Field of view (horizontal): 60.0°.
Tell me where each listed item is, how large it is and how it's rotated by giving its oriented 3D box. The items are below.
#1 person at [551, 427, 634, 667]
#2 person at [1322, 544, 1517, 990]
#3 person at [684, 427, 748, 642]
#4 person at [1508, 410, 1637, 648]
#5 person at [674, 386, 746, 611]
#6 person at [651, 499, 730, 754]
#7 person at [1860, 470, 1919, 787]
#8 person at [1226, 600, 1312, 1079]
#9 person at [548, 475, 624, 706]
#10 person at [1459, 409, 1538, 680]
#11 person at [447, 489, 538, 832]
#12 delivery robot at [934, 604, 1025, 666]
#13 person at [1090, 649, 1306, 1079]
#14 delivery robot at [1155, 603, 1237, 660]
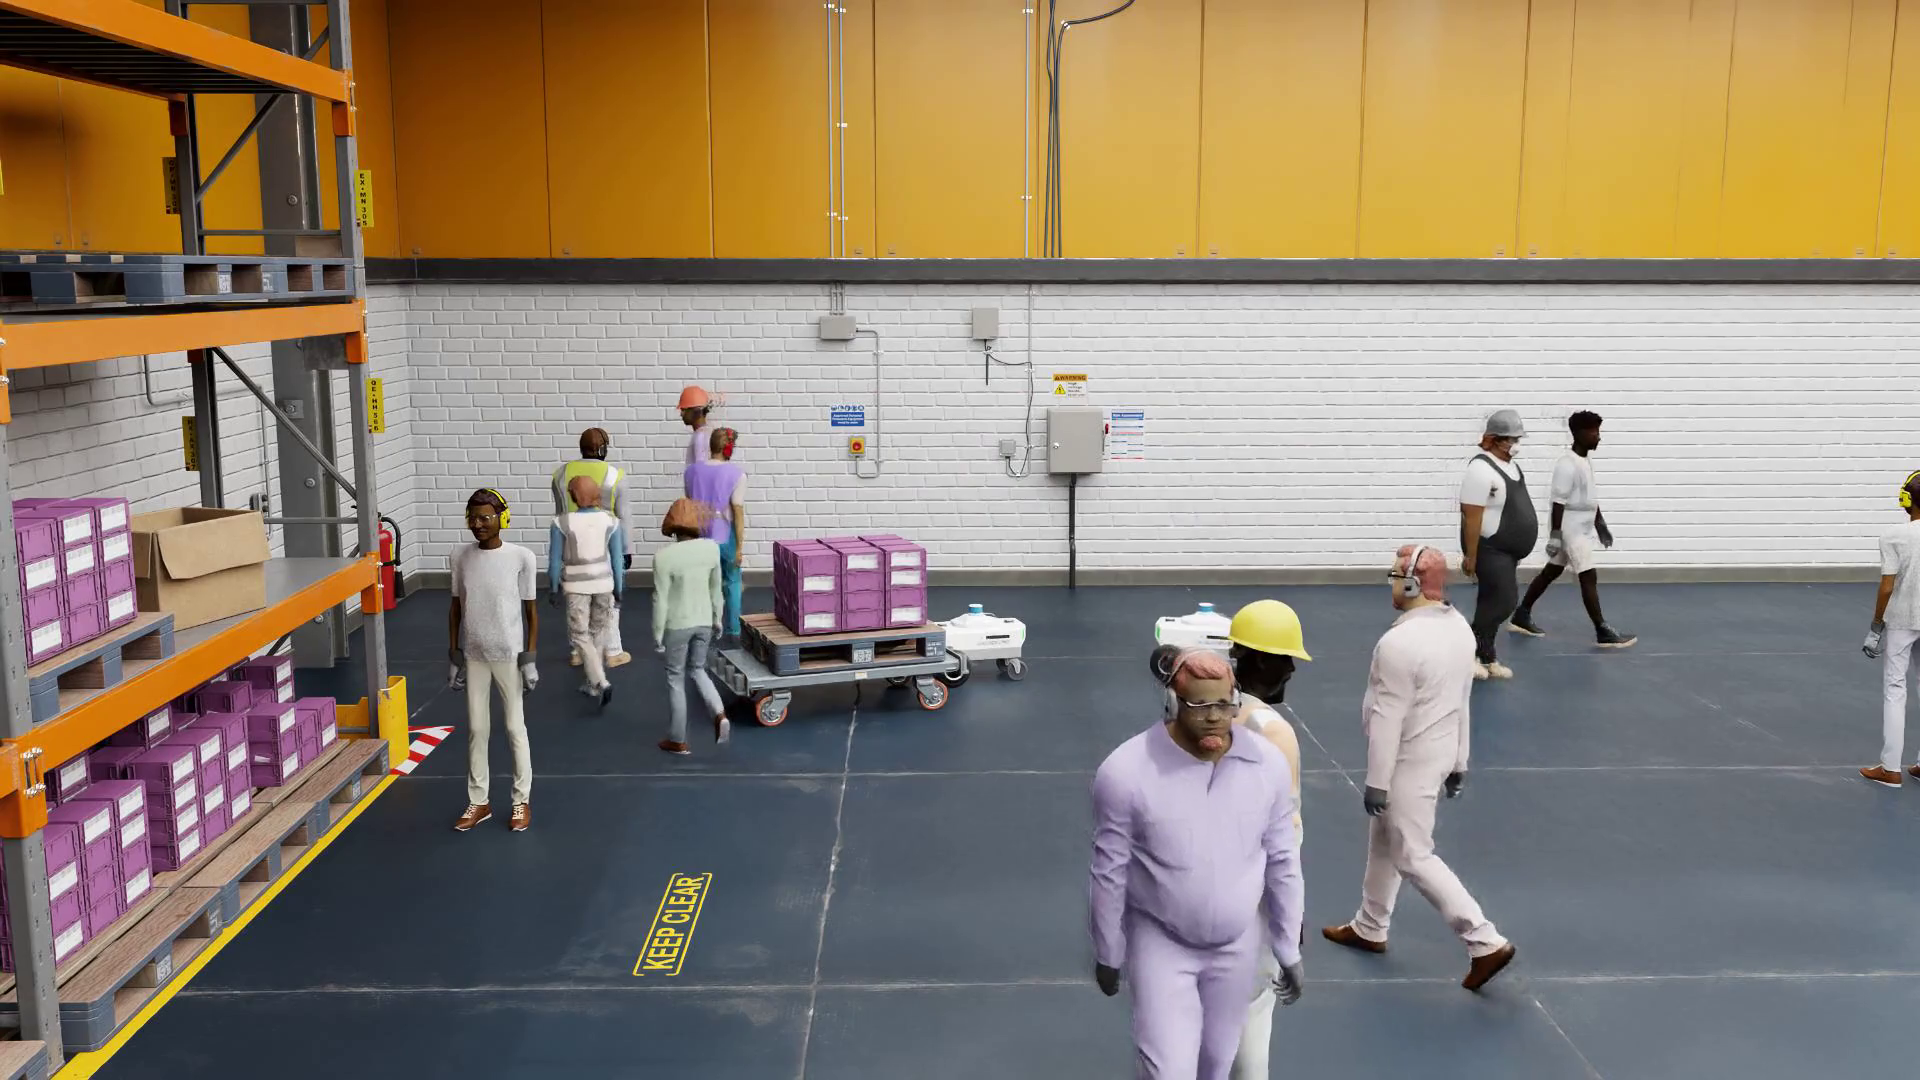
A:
[{"bbox_3d":[-2.779,0.058,12.708,0.625,1.837,0.429,2,9,11],"label":"person"},{"bbox_3d":[1.986,0.950,7.101,0.892,1.875,0.645,8,12,39],"label":"person"},{"bbox_3d":[-1.958,0.001,13.187,0.611,1.793,0.964,3,10,20],"label":"person"},{"bbox_3d":[4.956,-0.101,13.463,1.029,1.919,0.624,5,11,29],"label":"person"},{"bbox_3d":[-2.216,-0.327,14.455,0.531,2.025,0.634,-1,9,-6],"label":"person"},{"bbox_3d":[-1.677,0.550,10.339,0.524,1.610,0.459,-8,12,-42],"label":"person"},{"bbox_3d":[5.579,0.521,9.755,0.528,1.869,0.313,0,9,-2],"label":"person"},{"bbox_3d":[0.996,1.154,5.723,0.381,1.919,0.584,-4,10,-24],"label":"person"},{"bbox_3d":[-2.561,0.358,11.543,0.523,1.613,0.683,-7,11,-35],"label":"person"},{"bbox_3d":[3.967,0.031,12.234,0.537,2.000,0.684,6,11,33],"label":"person"},{"bbox_3d":[-2.530,0.646,8.985,0.509,1.872,0.328,1,9,3],"label":"person"},{"bbox_3d":[0.117,0.717,12.285,0.707,0.478,0.477,-3,10,-16],"label":"delivery robot"},{"bbox_3d":[0.756,1.269,5.131,0.648,1.889,0.584,-3,10,-16],"label":"person"},{"bbox_3d":[1.816,0.711,12.324,0.707,0.478,0.477,3,10,15],"label":"delivery robot"}]
